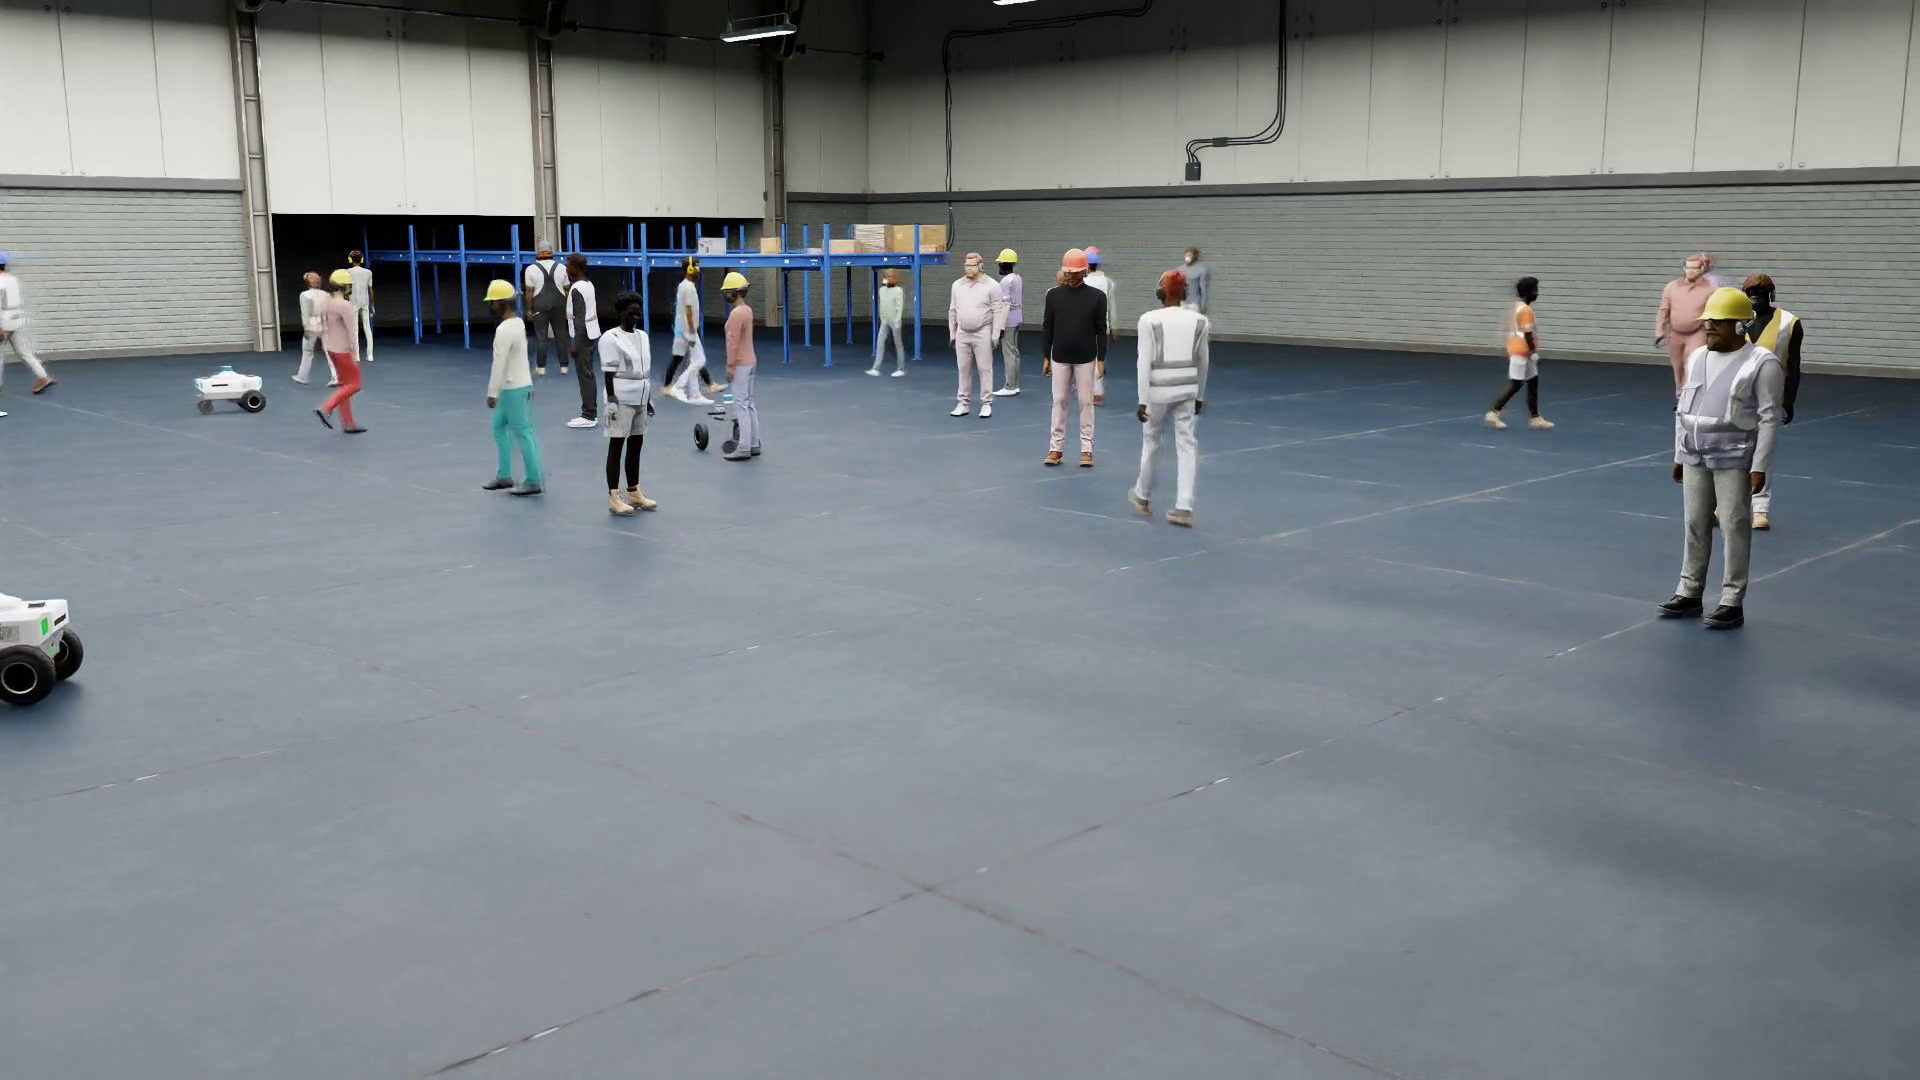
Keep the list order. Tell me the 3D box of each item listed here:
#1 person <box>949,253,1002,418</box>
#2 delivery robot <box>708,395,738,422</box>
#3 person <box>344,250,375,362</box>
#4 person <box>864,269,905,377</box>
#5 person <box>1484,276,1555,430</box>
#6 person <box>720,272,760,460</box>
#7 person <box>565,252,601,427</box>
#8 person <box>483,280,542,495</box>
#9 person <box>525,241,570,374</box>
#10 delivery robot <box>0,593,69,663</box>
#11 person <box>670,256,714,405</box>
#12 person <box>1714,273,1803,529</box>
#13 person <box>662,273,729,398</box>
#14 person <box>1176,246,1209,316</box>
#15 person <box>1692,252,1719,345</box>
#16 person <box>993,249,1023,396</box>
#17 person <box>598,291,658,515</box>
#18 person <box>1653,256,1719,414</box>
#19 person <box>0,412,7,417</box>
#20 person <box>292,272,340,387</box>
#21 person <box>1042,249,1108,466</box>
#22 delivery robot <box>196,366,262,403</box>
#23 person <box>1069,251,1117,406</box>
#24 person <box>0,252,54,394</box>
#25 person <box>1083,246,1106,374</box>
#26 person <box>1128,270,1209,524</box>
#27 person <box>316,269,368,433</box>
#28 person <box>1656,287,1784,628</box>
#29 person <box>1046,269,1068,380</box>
[{"bbox_3d":[0.158,-2.387,19.418,0.652,1.904,0.402,5,11,23],"label":"person"},{"bbox_3d":[-2.286,-1.317,16.415,0.335,0.223,0.698,-6,12,-28],"label":"delivery robot"},{"bbox_3d":[-10.121,-3.936,27.993,0.515,1.865,0.313,-8,13,-37],"label":"person"},{"bbox_3d":[-1.104,-3.218,24.745,0.527,1.597,0.777,9,14,41],"label":"person"},{"bbox_3d":[6.132,-2.038,18.140,0.736,1.671,0.533,3,11,18],"label":"person"},{"bbox_3d":[-2.106,-1.649,15.788,0.326,1.763,0.522,1,10,7],"label":"person"},{"bbox_3d":[-4.201,-2.229,18.509,0.392,1.922,0.593,-1,10,-4],"label":"person"},{"bbox_3d":[-3.732,-1.232,13.526,0.650,1.741,0.560,0,10,-2],"label":"person"},{"bbox_3d":[-6.330,-3.554,25.526,0.674,2.000,0.535,-5,11,-23],"label":"person"},{"bbox_3d":[-4.537,0.415,7.680,0.707,0.478,0.477,-2,11,-12],"label":"delivery robot"},{"bbox_3d":[-3.342,-2.604,20.739,0.496,1.852,0.528,-3,11,-18],"label":"person"},{"bbox_3d":[5.732,-1.011,12.081,0.633,1.842,0.429,5,12,27],"label":"person"},{"bbox_3d":[-3.490,-2.671,21.657,0.898,1.634,0.580,0,10,-2],"label":"person"},{"bbox_3d":[3.816,-3.905,27.620,0.645,1.927,0.423,10,14,43],"label":"person"},{"bbox_3d":[9.368,-2.704,21.185,0.435,1.889,0.678,1,10,7],"label":"person"},{"bbox_3d":[0.638,-2.877,22.016,0.357,1.930,0.587,3,11,17],"label":"person"},{"bbox_3d":[-2.537,-1.056,12.733,0.321,1.694,0.529,5,12,26],"label":"person"},{"bbox_3d":[8.465,-2.365,19.427,0.642,1.856,0.993,8,13,38],"label":"person"},{"bbox_3d":[-11.490,-2.390,19.425,0.641,1.910,0.401,9,14,40],"label":"person"},{"bbox_3d":[-9.046,-2.953,23.343,0.875,1.584,0.542,6,12,31],"label":"person"},{"bbox_3d":[1.048,-1.681,15.342,0.608,1.986,0.389,3,11,15],"label":"person"},{"bbox_3d":[-8.816,-1.855,20.056,0.707,0.478,0.477,-6,12,-30],"label":"delivery robot"},{"bbox_3d":[1.584,-2.679,20.995,0.644,1.901,0.955,-6,12,-30],"label":"person"},{"bbox_3d":[-12.602,-2.876,22.055,0.953,1.914,0.616,1,10,3],"label":"person"},{"bbox_3d":[1.995,-3.506,25.429,0.544,1.939,0.354,7,12,33],"label":"person"},{"bbox_3d":[1.556,-1.082,12.456,0.601,1.841,0.936,-2,11,-13],"label":"person"},{"bbox_3d":[-6.618,-2.001,17.707,0.507,1.750,0.546,-10,14,-42],"label":"person"},{"bbox_3d":[4.130,-0.452,9.061,0.404,1.830,0.603,-5,12,-26],"label":"person"},{"bbox_3d":[1.478,-3.093,24.035,0.535,1.609,0.690,0,10,-2],"label":"person"}]
